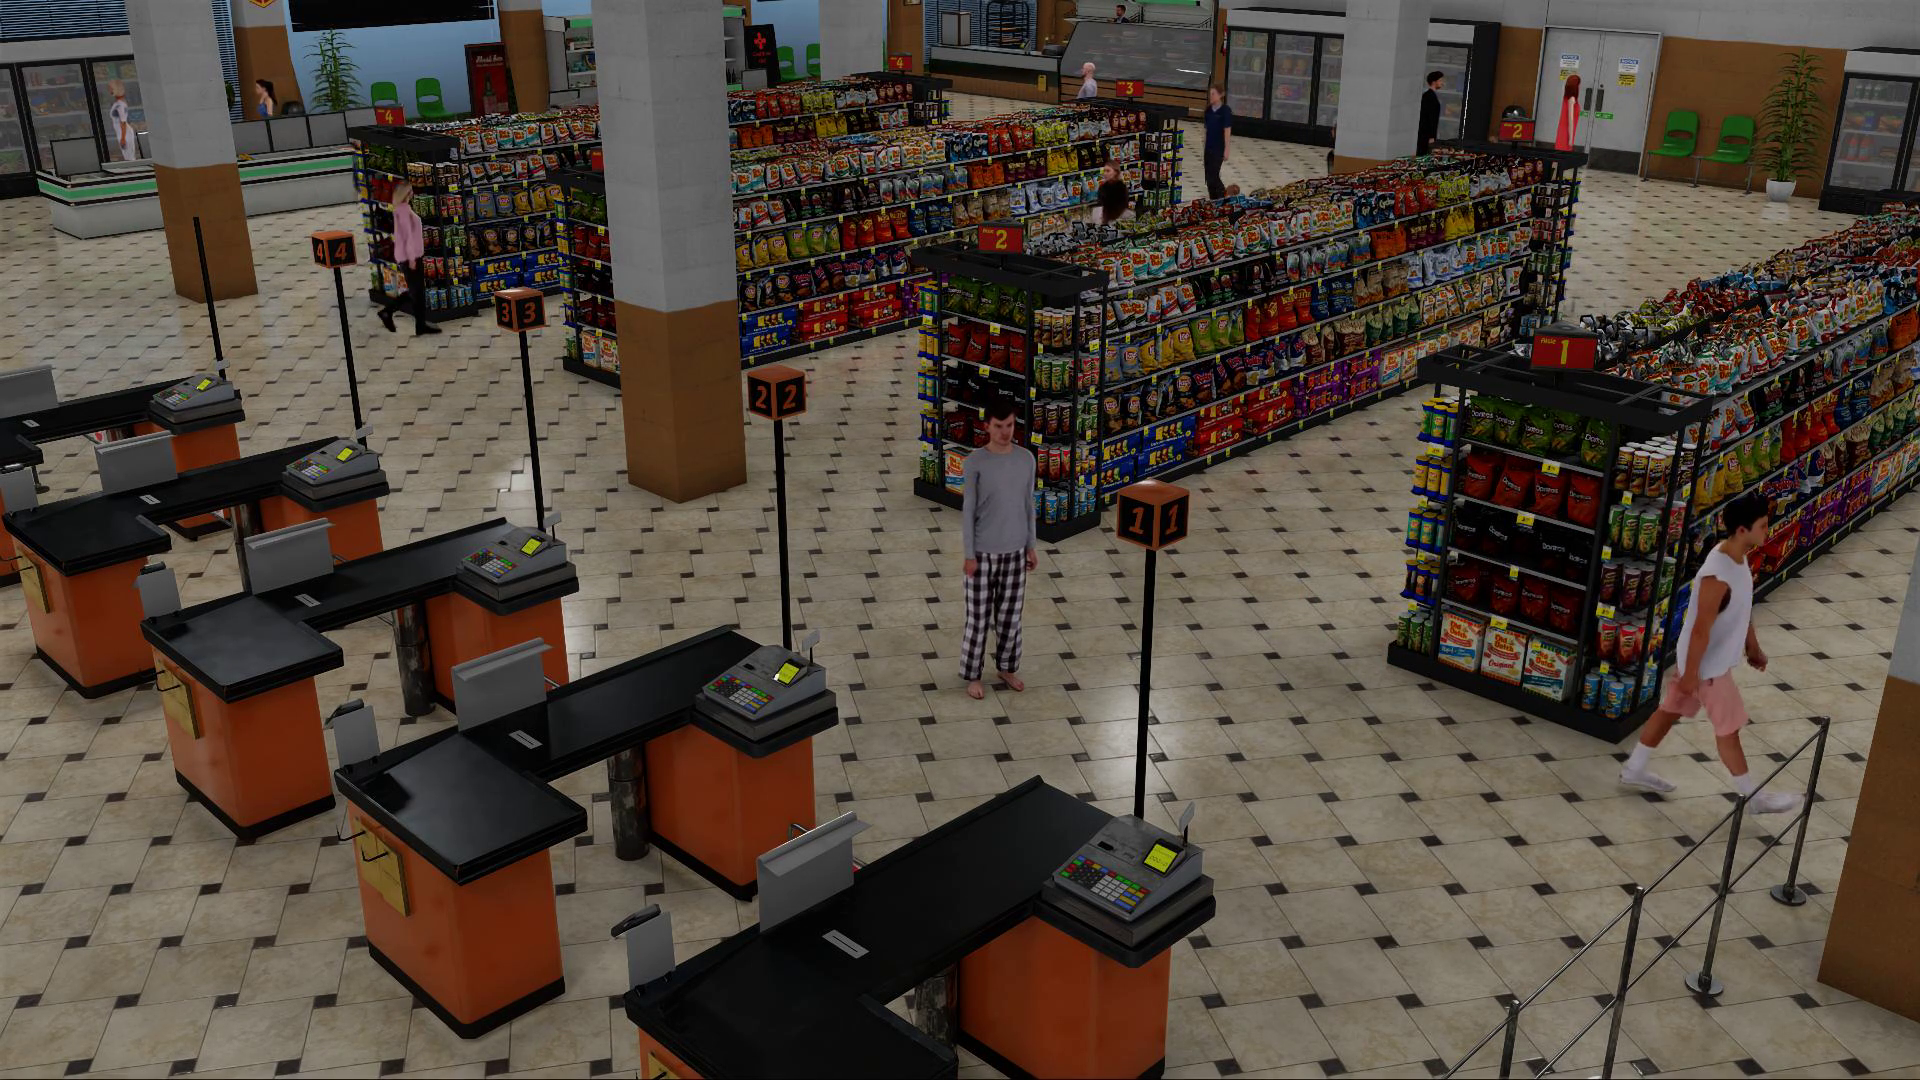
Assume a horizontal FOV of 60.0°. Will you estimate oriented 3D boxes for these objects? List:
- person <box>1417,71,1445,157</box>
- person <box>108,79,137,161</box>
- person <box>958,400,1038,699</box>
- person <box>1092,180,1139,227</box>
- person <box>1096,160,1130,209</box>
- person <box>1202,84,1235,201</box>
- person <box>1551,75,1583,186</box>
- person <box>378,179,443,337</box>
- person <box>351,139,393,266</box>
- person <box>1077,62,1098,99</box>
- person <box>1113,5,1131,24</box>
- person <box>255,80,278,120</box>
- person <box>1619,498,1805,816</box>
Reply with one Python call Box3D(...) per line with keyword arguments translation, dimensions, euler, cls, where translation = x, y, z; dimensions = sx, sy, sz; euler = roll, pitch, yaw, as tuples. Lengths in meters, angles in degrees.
Box3D(translation=(7.191, -6.254, 25.615), dimensions=(0.841, 1.890, 0.767), euler=(1, 22, 3), cls="person")
Box3D(translation=(-12.984, -6.282, 25.871), dimensions=(0.599, 1.752, 0.618), euler=(-11, 24, -25), cls="person")
Box3D(translation=(0.218, 0.041, 10.007), dimensions=(0.631, 1.847, 0.763), euler=(-7, 23, -17), cls="person")
Box3D(translation=(1.600, -2.991, 17.815), dimensions=(0.925, 1.653, 1.173), euler=(9, 24, 22), cls="person")
Box3D(translation=(1.728, -3.471, 18.942), dimensions=(0.593, 1.703, 0.489), euler=(20, 30, 41), cls="person")
Box3D(translation=(3.792, -5.675, 24.224), dimensions=(0.753, 1.854, 0.735), euler=(-15, 26, -33), cls="person")
Box3D(translation=(9.343, -6.242, 25.672), dimensions=(0.739, 1.826, 0.658), euler=(2, 22, 5), cls="person")
Box3D(translation=(-5.988, -3.002, 17.835), dimensions=(1.000, 1.658, 0.906), euler=(-2, 22, -4), cls="person")
Box3D(translation=(-7.465, -4.380, 21.226), dimensions=(0.892, 1.685, 1.014), euler=(5, 22, 12), cls="person")
Box3D(translation=(2.085, -6.890, 27.270), dimensions=(0.817, 1.838, 0.735), euler=(2, 22, 5), cls="person")
Box3D(translation=(3.711, -11.418, 38.499), dimensions=(0.632, 1.867, 0.550), euler=(20, 30, 41), cls="person")
Box3D(translation=(-11.124, -6.649, 26.986), dimensions=(0.599, 1.602, 0.597), euler=(-17, 28, -37), cls="person")
Box3D(translation=(3.839, 0.605, 8.753), dimensions=(0.910, 1.736, 1.136), euler=(11, 24, 26), cls="person")
